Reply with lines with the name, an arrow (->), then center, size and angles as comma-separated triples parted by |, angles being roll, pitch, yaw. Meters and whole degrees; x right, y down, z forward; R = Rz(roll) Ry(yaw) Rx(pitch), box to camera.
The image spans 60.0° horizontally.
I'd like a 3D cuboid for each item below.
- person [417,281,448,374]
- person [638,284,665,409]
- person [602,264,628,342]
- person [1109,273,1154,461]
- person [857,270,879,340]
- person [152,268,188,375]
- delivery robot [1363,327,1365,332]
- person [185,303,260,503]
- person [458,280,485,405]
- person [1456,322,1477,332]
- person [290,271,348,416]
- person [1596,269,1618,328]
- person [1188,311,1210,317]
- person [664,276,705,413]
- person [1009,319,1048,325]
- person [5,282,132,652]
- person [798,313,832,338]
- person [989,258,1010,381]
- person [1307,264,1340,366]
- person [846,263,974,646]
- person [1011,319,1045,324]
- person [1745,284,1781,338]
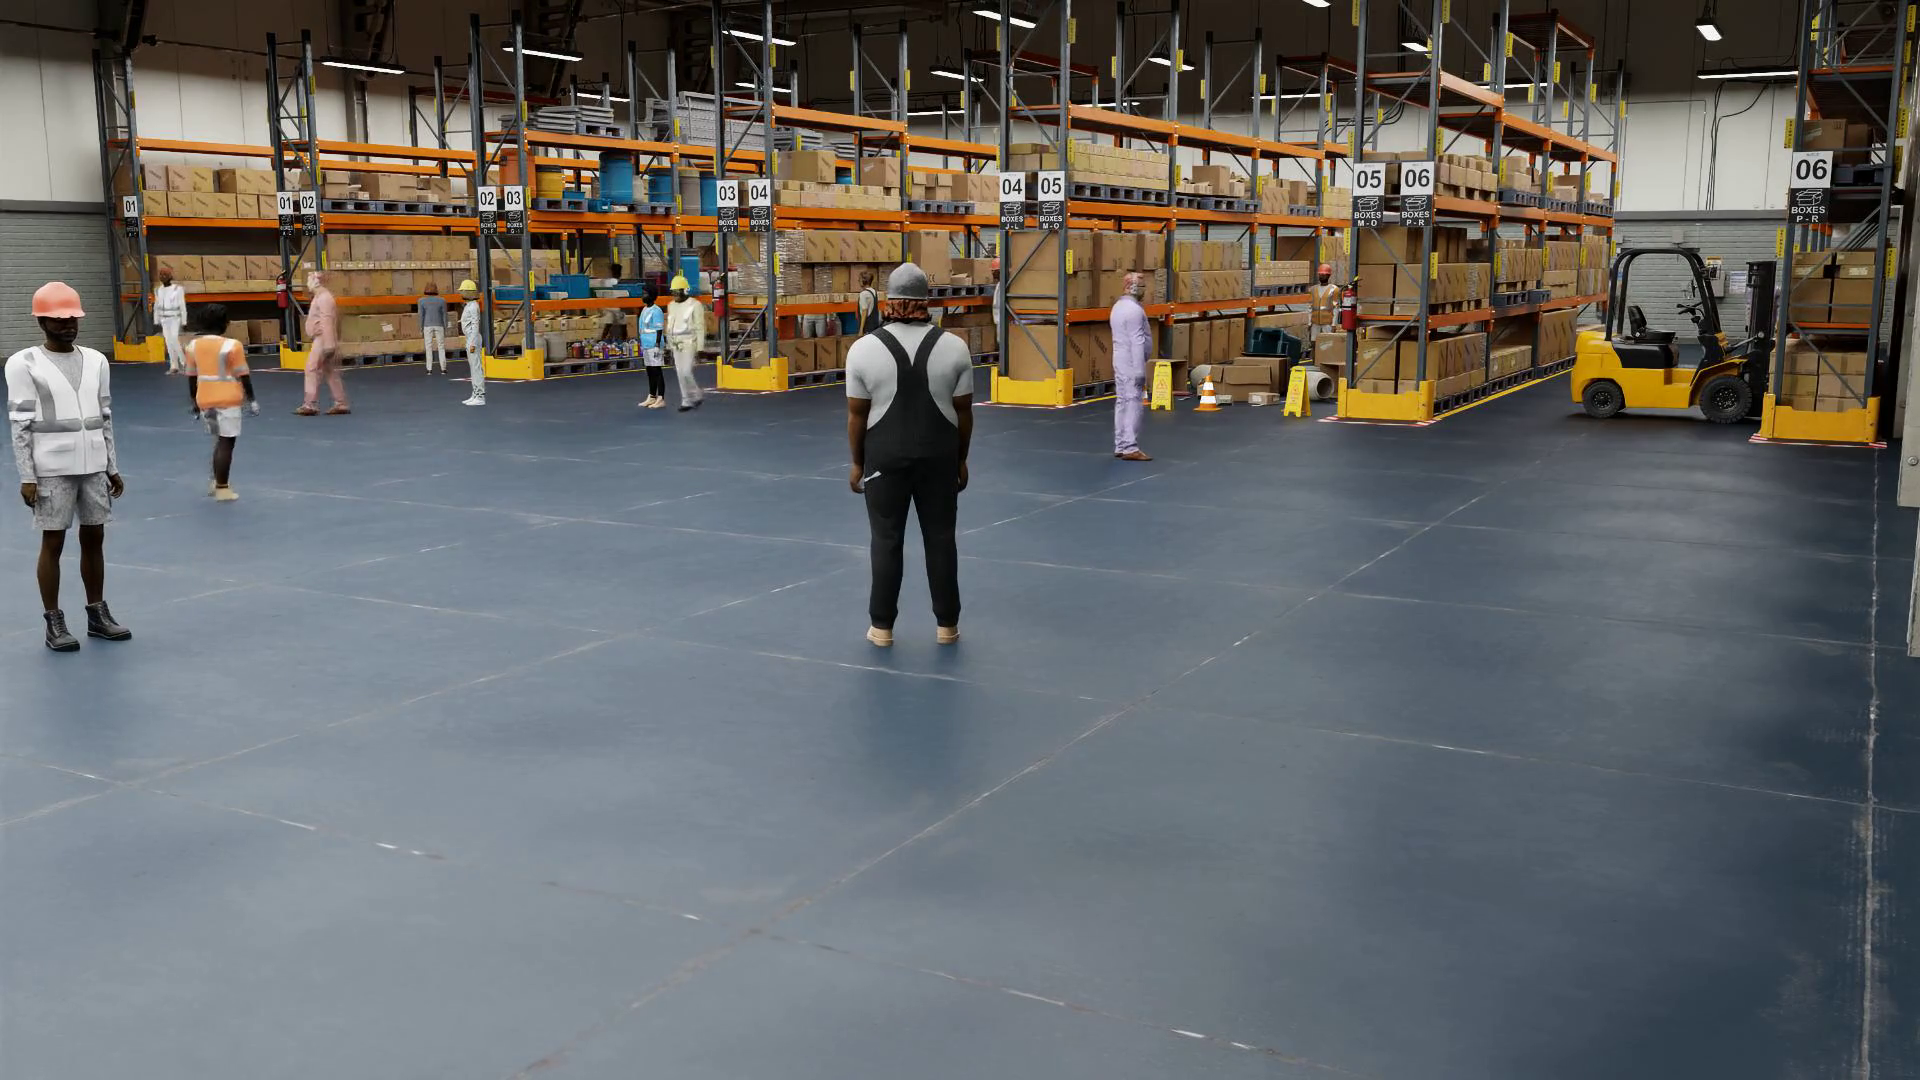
person -> -9.248, -3.720, 29.212 | 0.499, 1.633, 0.286 | -4, 10, -20
person -> -4.205, -2.636, 22.680 | 0.319, 1.696, 0.532 | -6, 12, -33
person -> -7.470, -4.999, 35.894 | 0.606, 1.923, 1.001 | 5, 11, 27
person -> 1.756, -1.761, 16.987 | 0.402, 1.899, 0.702 | -3, 10, -15
person -> -1.475, -3.347, 26.406 | 0.345, 1.846, 0.506 | 4, 10, 20
person -> -13.781, -3.803, 28.990 | 0.591, 1.869, 0.406 | 3, 10, 17
delivery robot -> 9.245, -4.664, 37.615 | 0.707, 0.478, 0.477 | 0, 10, -1
person -> -6.202, -1.154, 14.055 | 0.540, 1.681, 0.508 | 3, 10, 19
person -> -6.827, -2.753, 23.231 | 0.295, 1.744, 0.484 | -4, 11, -23
person -> 11.342, -5.180, 37.046 | 0.546, 1.907, 0.945 | -4, 10, -21
person -> -8.423, -2.548, 21.641 | 0.832, 1.872, 0.667 | -3, 10, -20
person -> 13.940, -4.942, 35.770 | 0.526, 1.846, 0.711 | -3, 10, -16
person -> 4.889, -4.564, 34.221 | 0.522, 1.610, 0.763 | 7, 12, 36
person -> -3.650, -2.569, 21.943 | 0.587, 1.816, 0.419 | 8, 12, 38
person -> 1.106, -3.422, 26.823 | 0.607, 1.868, 1.031 | 5, 11, 29
person -> -4.708, -0.389, 8.816 | 0.356, 1.937, 0.552 | 6, 11, 30
person -> -2.576, -3.920, 29.532 | 0.626, 1.931, 0.376 | 0, 10, -2
person -> 0.665, -3.568, 27.133 | 0.394, 2.040, 0.610 | -1, 10, -5
person -> 6.139, -3.699, 28.183 | 0.545, 1.942, 0.350 | 7, 12, 36
person -> -0.277, -0.454, 8.899 | 0.674, 2.000, 0.536 | -1, 10, -7
person -> 1.167, -3.453, 26.861 | 0.563, 1.897, 0.901 | 8, 12, 38
person -> 13.923, -3.793, 28.820 | 0.581, 1.918, 0.405 | 5, 11, 25
